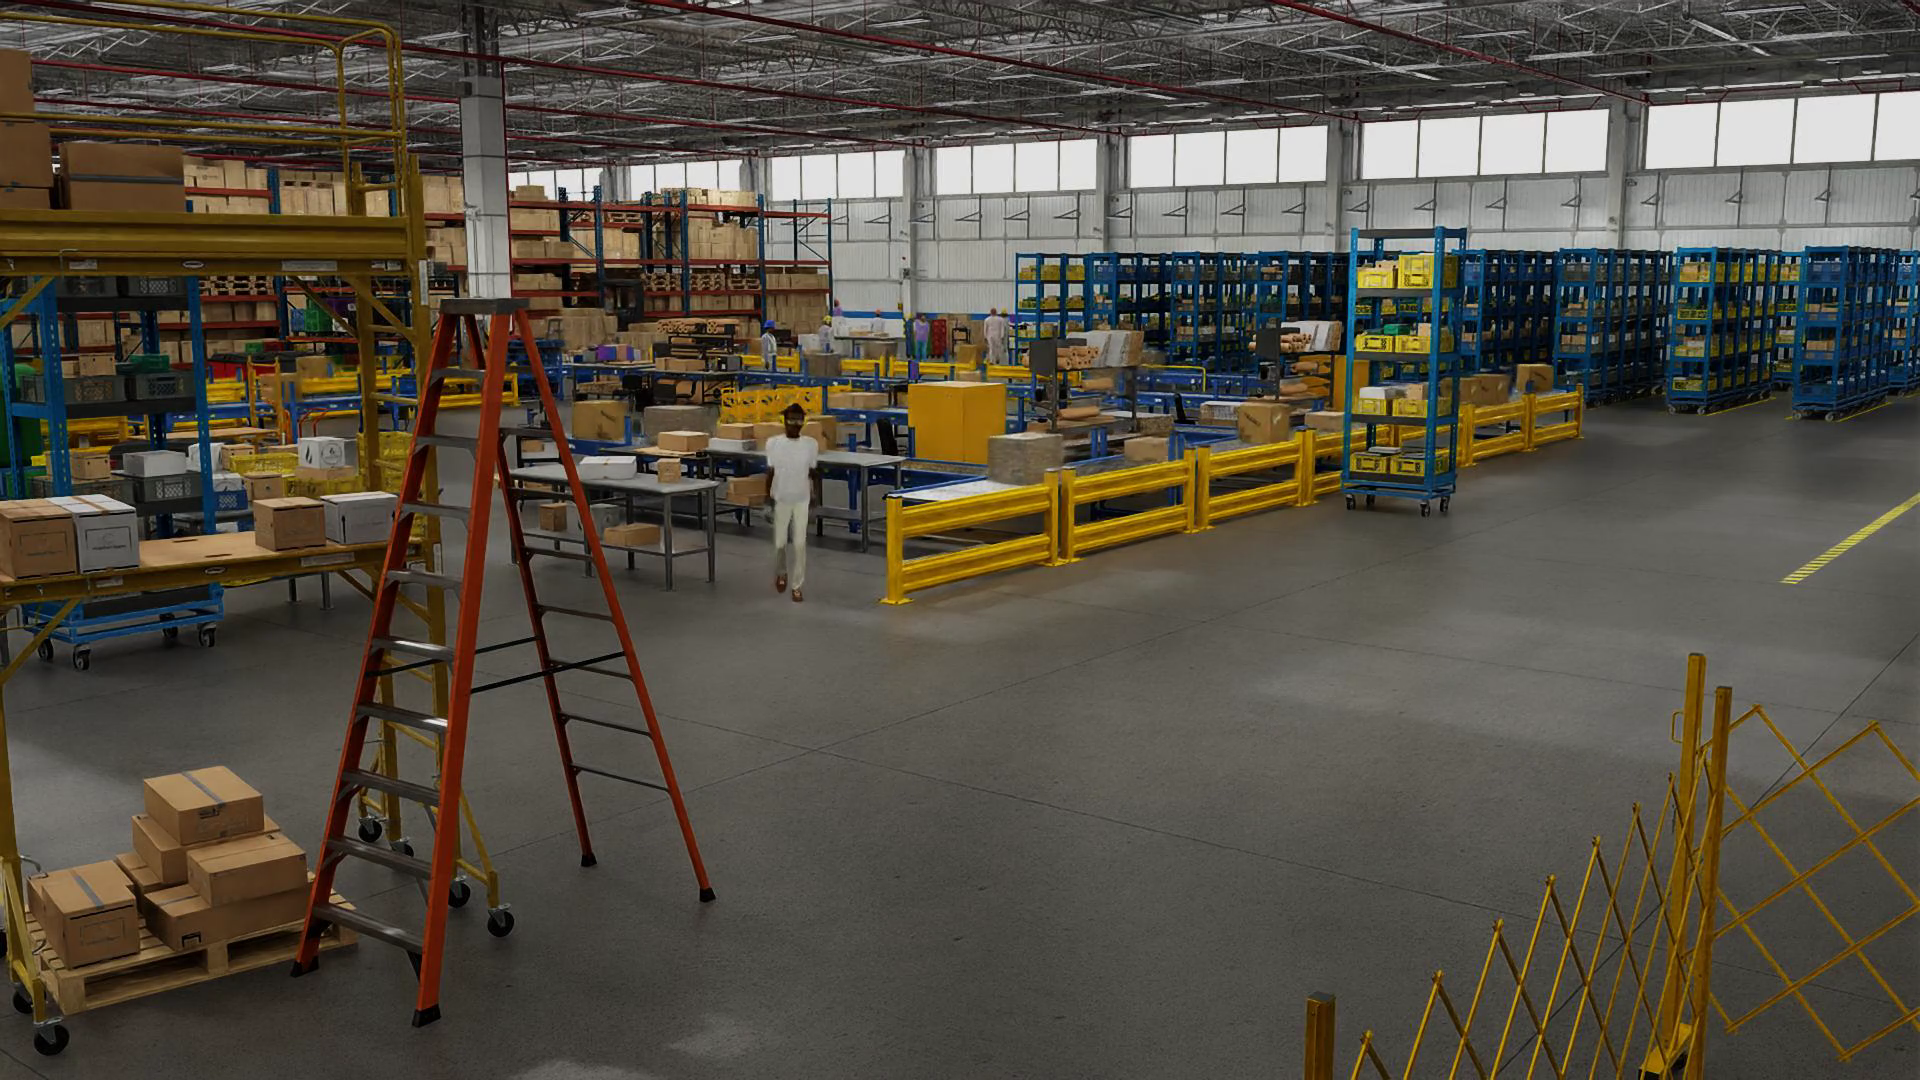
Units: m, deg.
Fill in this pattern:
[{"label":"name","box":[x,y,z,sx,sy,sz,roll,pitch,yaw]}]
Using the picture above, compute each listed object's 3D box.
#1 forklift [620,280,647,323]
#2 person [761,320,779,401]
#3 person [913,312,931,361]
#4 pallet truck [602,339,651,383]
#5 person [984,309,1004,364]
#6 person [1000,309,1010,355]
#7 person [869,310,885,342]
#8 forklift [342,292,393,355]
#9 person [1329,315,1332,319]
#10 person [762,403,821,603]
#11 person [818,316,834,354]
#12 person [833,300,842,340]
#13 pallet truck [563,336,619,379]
[{"label":"forklift","box":[-10.925,-7.316,55.694,1.129,2.768,1.873,7,11,37]},{"label":"person","box":[-4.502,-4.227,39.316,0.386,1.948,0.605,2,9,10]},{"label":"person","box":[-1.222,-6.356,53.009,0.571,1.822,0.812,-1,9,-8]},{"label":"pallet truck","box":[-8.991,-4.871,45.351,0.653,1.274,1.630,7,11,37]},{"label":"person","box":[1.138,-6.820,55.790,0.664,1.857,0.975,0,9,0]},{"label":"person","box":[1.625,-7.722,61.808,0.486,1.736,0.360,-4,10,-24]},{"label":"person","box":[-3.017,-7.559,60.803,0.569,1.727,0.737,-2,9,-12]},{"label":"forklift","box":[-16.485,-5.622,45.120,1.129,2.768,1.873,7,11,37]},{"label":"person","box":[11.685,-6.288,52.733,0.597,1.770,0.853,8,12,42]},{"label":"person","box":[-1.559,-0.350,15.402,0.556,1.855,0.450,-2,9,-10]},{"label":"person","box":[-3.824,-5.544,47.916,0.404,1.824,0.591,-8,12,-42]},{"label":"person","box":[-5.456,-9.614,73.143,0.977,1.890,0.558,8,12,43]},{"label":"pallet truck","box":[-10.690,-5.294,48.215,1.601,1.201,0.680,-5,10,-26]}]
